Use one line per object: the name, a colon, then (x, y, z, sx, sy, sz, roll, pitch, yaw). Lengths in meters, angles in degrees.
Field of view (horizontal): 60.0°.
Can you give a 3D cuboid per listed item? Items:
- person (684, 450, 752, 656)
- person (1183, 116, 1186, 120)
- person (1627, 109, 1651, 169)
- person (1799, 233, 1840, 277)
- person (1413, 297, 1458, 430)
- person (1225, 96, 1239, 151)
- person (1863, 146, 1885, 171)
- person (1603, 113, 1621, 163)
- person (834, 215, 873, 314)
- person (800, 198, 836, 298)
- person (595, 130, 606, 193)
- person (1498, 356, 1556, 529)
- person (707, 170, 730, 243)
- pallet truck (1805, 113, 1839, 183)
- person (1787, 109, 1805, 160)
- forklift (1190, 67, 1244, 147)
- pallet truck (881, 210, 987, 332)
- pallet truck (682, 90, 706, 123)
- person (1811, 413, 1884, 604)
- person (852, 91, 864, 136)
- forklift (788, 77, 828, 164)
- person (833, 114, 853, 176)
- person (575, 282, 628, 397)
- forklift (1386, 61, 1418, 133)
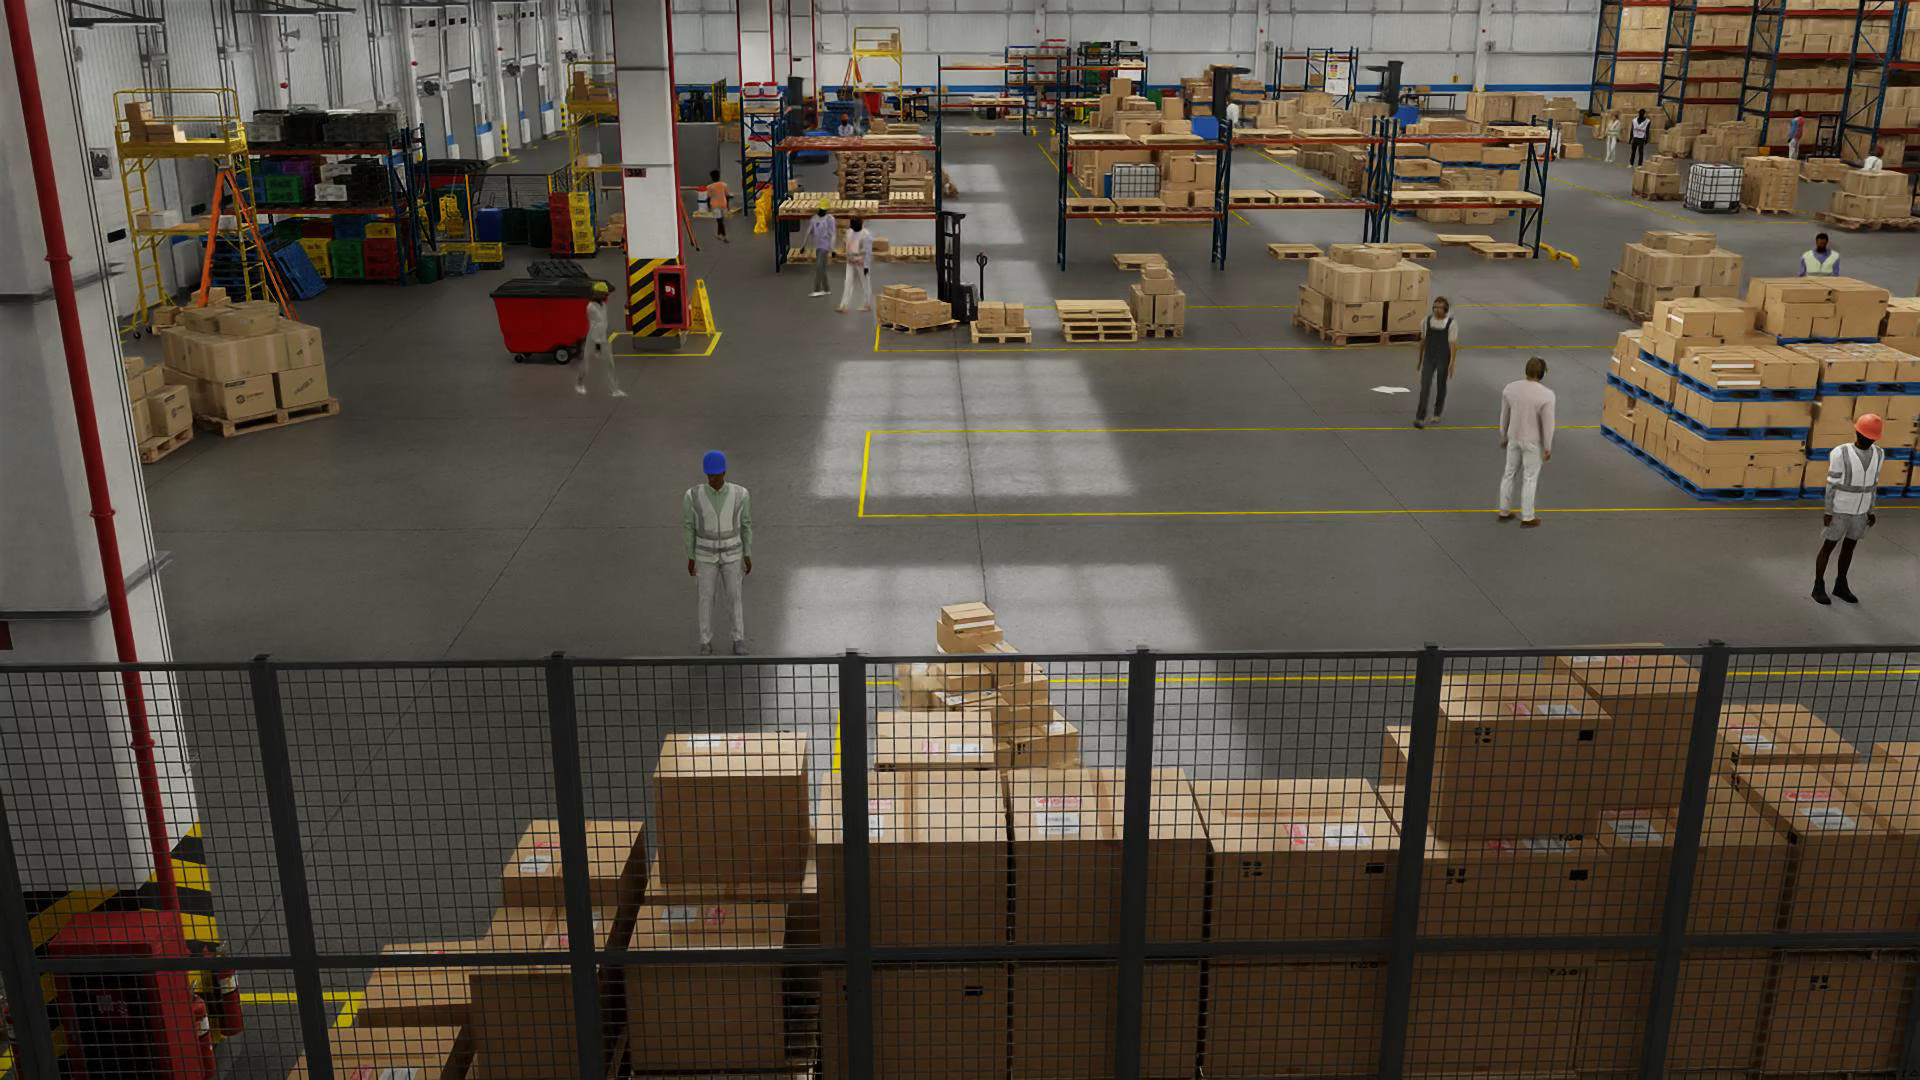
person: (-2.161, 0.128, 14.927, 0.605, 1.948, 0.391, -4, 19, -11)
person: (7.286, -13.104, 54.662, 0.517, 1.636, 0.314, 2, 19, 6)
person: (22.109, -13.063, 54.126, 0.593, 1.909, 0.385, 17, 25, 41)
person: (14.457, -4.266, 28.089, 0.599, 1.874, 0.991, 5, 19, 15)
person: (6.485, -2.413, 22.700, 0.533, 1.791, 0.950, 10, 21, 28)
person: (9.722, -14.933, 59.650, 0.426, 1.915, 0.651, 15, 24, 38)
person: (23.444, -9.176, 42.707, 0.978, 1.830, 0.580, -2, 19, -6)
person: (21.961, -13.549, 55.999, 0.414, 1.629, 0.524, -5, 19, -15)
person: (-1.939, -5.016, 30.404, 0.659, 1.802, 0.901, 13, 22, 33)
person: (-2.782, -5.645, 32.151, 0.618, 1.888, 0.668, -15, 23, -37)
person: (-10.272, -11.016, 48.100, 0.645, 1.862, 1.001, 9, 20, 24)
person: (6.317, -1.093, 18.565, 0.352, 1.937, 0.635, -16, 24, -38)
person: (-5.639, -7.806, 38.922, 0.540, 1.659, 0.875, -12, 22, -31)
pallet truck: (26.403, -11.957, 50.702, 0.823, 1.965, 1.885, 6, 19, 16)
person: (27.511, -13.271, 54.853, 0.619, 1.839, 0.430, -14, 23, -35)
forklift: (9.442, -15.894, 61.021, 1.873, 2.768, 1.129, -1, 19, -1)
pallet truck: (-0.493, -4.759, 29.349, 1.885, 1.965, 0.823, -13, 23, -34)
pallet truck: (-9.671, -15.907, 62.421, 0.823, 1.965, 1.885, 5, 19, 15)
person: (8.710, -0.306, 16.249, 0.542, 1.928, 0.378, -2, 19, -7)
person: (-3.805, -15.836, 62.317, 0.521, 1.923, 0.646, 5, 19, 15)
forklift: (-5.414, -13.916, 55.155, 1.873, 2.768, 1.129, -6, 19, -16)
person: (-3.628, -12.313, 51.916, 0.569, 1.893, 0.893, 9, 21, 25)
person: (-5.358, -2.960, 24.509, 0.925, 1.679, 0.488, 10, 21, 28)
forklift: (17.177, -17.556, 65.953, 1.873, 2.768, 1.129, -1, 19, -2)
